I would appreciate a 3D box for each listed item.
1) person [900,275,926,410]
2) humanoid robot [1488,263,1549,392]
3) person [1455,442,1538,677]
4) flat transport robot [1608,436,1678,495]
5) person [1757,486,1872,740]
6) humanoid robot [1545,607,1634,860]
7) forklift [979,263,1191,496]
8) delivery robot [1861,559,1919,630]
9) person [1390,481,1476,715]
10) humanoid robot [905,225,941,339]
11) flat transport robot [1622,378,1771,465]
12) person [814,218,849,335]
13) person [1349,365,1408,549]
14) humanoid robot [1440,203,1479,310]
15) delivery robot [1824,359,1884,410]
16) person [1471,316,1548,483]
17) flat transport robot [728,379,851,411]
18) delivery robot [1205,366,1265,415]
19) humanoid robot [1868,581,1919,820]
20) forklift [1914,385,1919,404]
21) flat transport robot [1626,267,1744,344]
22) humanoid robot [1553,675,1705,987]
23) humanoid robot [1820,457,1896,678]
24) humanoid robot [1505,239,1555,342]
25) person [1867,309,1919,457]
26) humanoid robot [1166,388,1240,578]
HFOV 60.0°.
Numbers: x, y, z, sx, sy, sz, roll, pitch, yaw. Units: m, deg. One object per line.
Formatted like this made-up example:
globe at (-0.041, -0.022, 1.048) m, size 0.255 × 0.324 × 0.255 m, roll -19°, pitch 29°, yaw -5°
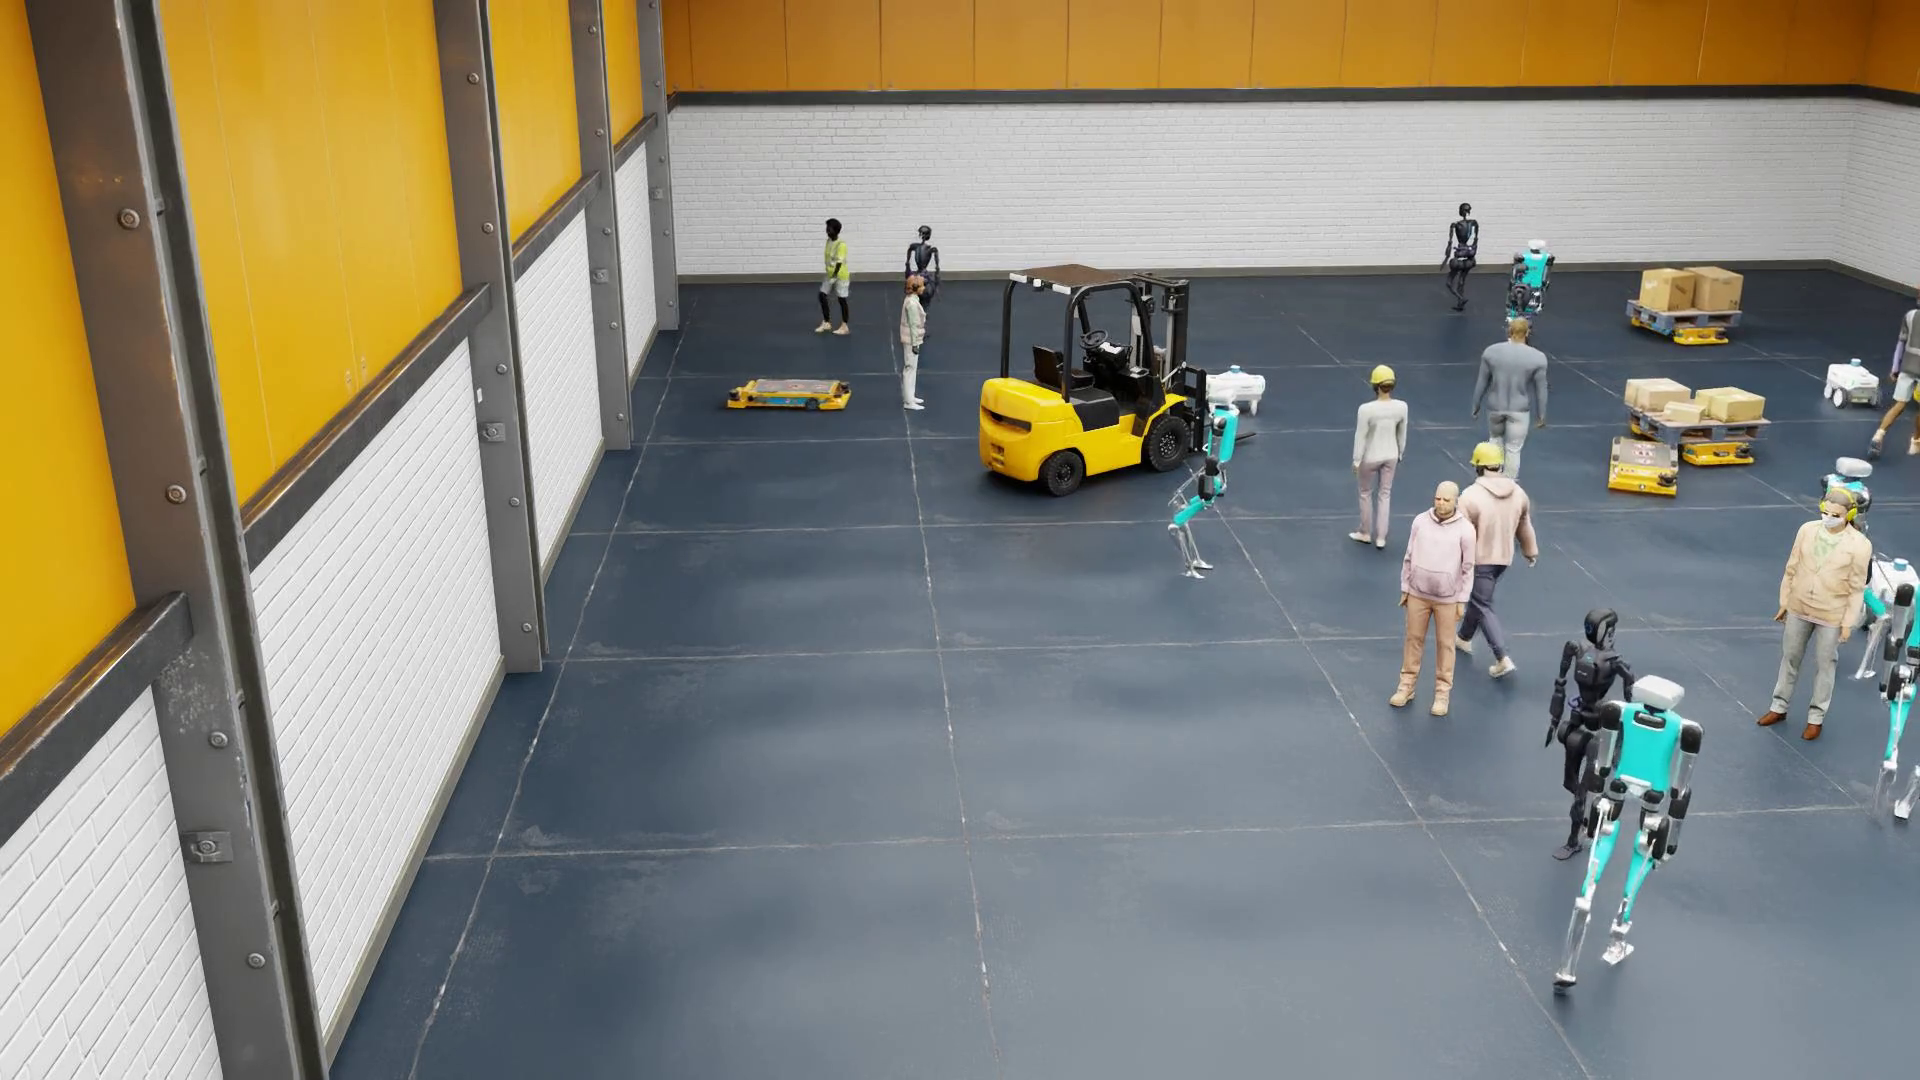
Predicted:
person at (-0.568, -2.403, 20.198) m, size 0.309 × 1.633 × 0.517 m, roll -2°, pitch 20°, yaw -4°
humanoid robot at (7.093, -2.665, 20.950) m, size 0.786 × 1.646 × 0.609 m, roll 7°, pitch 21°, yaw 18°
person at (4.152, 0.141, 12.997) m, size 0.835 × 1.823 × 0.913 m, roll -9°, pitch 22°, yaw -22°
flat transport robot at (7.321, -0.803, 17.814) m, size 0.659 × 0.231 × 1.431 m, roll 8°, pitch 22°, yaw 20°
person at (6.160, 0.505, 11.927) m, size 0.412 × 1.876 × 0.550 m, roll -17°, pitch 26°, yaw -38°
humanoid robot at (4.007, 1.175, 10.420) m, size 0.664 × 1.634 × 0.585 m, roll -13°, pitch 24°, yaw -32°
forklift at (1.315, -1.764, 17.646) m, size 2.313 × 2.155 × 1.214 m, roll -14°, pitch 24°, yaw -33°
delivery robot at (7.846, 0.471, 13.957) m, size 0.499 × 0.613 × 0.814 m, roll 7°, pitch 21°, yaw 19°
person at (3.522, 0.409, 12.313) m, size 0.523 × 1.784 × 0.401 m, roll 12°, pitch 23°, yaw 30°
humanoid robot at (-0.588, -3.607, 23.449) m, size 0.609 × 1.631 × 0.667 m, roll 12°, pitch 23°, yaw 30°
flat transport robot at (8.239, -1.135, 18.719) m, size 0.659 × 0.231 × 1.431 m, roll -2°, pitch 20°, yaw -6°
person at (-1.858, -3.748, 23.779) m, size 0.583 × 1.673 × 0.540 m, roll -13°, pitch 24°, yaw -31°
person at (3.913, -0.778, 15.593) m, size 0.549 × 1.757 × 0.473 m, roll -5°, pitch 21°, yaw -14°
humanoid robot at (7.661, -4.300, 25.295) m, size 0.599 × 1.639 × 0.447 m, roll -8°, pitch 21°, yaw -20°
delivery robot at (10.965, -1.919, 20.429) m, size 0.499 × 0.586 × 0.773 m, roll 1°, pitch 20°, yaw 3°
person at (5.539, -1.297, 16.790) m, size 0.746 × 1.902 × 0.529 m, roll 12°, pitch 23°, yaw 29°
flat transport robot at (-2.098, -1.789, 20.501) m, size 1.431 × 0.231 × 0.659 m, roll 1°, pitch 20°, yaw 3°
delivery robot at (3.283, -1.802, 20.145) m, size 0.781 × 0.610 × 0.509 m, roll 0°, pitch 20°, yaw -1°
humanoid robot at (6.188, 1.086, 10.685) m, size 0.531 × 1.881 × 0.728 m, roll 9°, pitch 22°, yaw 24°
forklift at (12.602, -2.435, 19.475) m, size 2.313 × 2.155 × 1.214 m, roll -1°, pitch 20°, yaw -4°
flat transport robot at (10.373, -3.059, 23.963) m, size 0.659 × 0.231 × 1.431 m, roll -3°, pitch 20°, yaw -9°
humanoid robot at (3.518, 1.680, 8.953) m, size 0.532 × 1.762 × 0.994 m, roll 15°, pitch 25°, yaw 35°
humanoid robot at (7.025, 0.226, 12.914) m, size 0.784 × 1.793 × 0.531 m, roll -1°, pitch 20°, yaw -4°
humanoid robot at (7.476, -3.180, 22.179) m, size 0.530 × 1.762 × 0.895 m, roll -1°, pitch 20°, yaw -2°
person at (10.441, -1.846, 18.163) m, size 0.945 × 2.004 × 0.629 m, roll -12°, pitch 23°, yaw -30°
humanoid robot at (2.116, -0.519, 14.871) m, size 0.708 × 1.753 × 0.537 m, roll 9°, pitch 22°, yaw 22°
